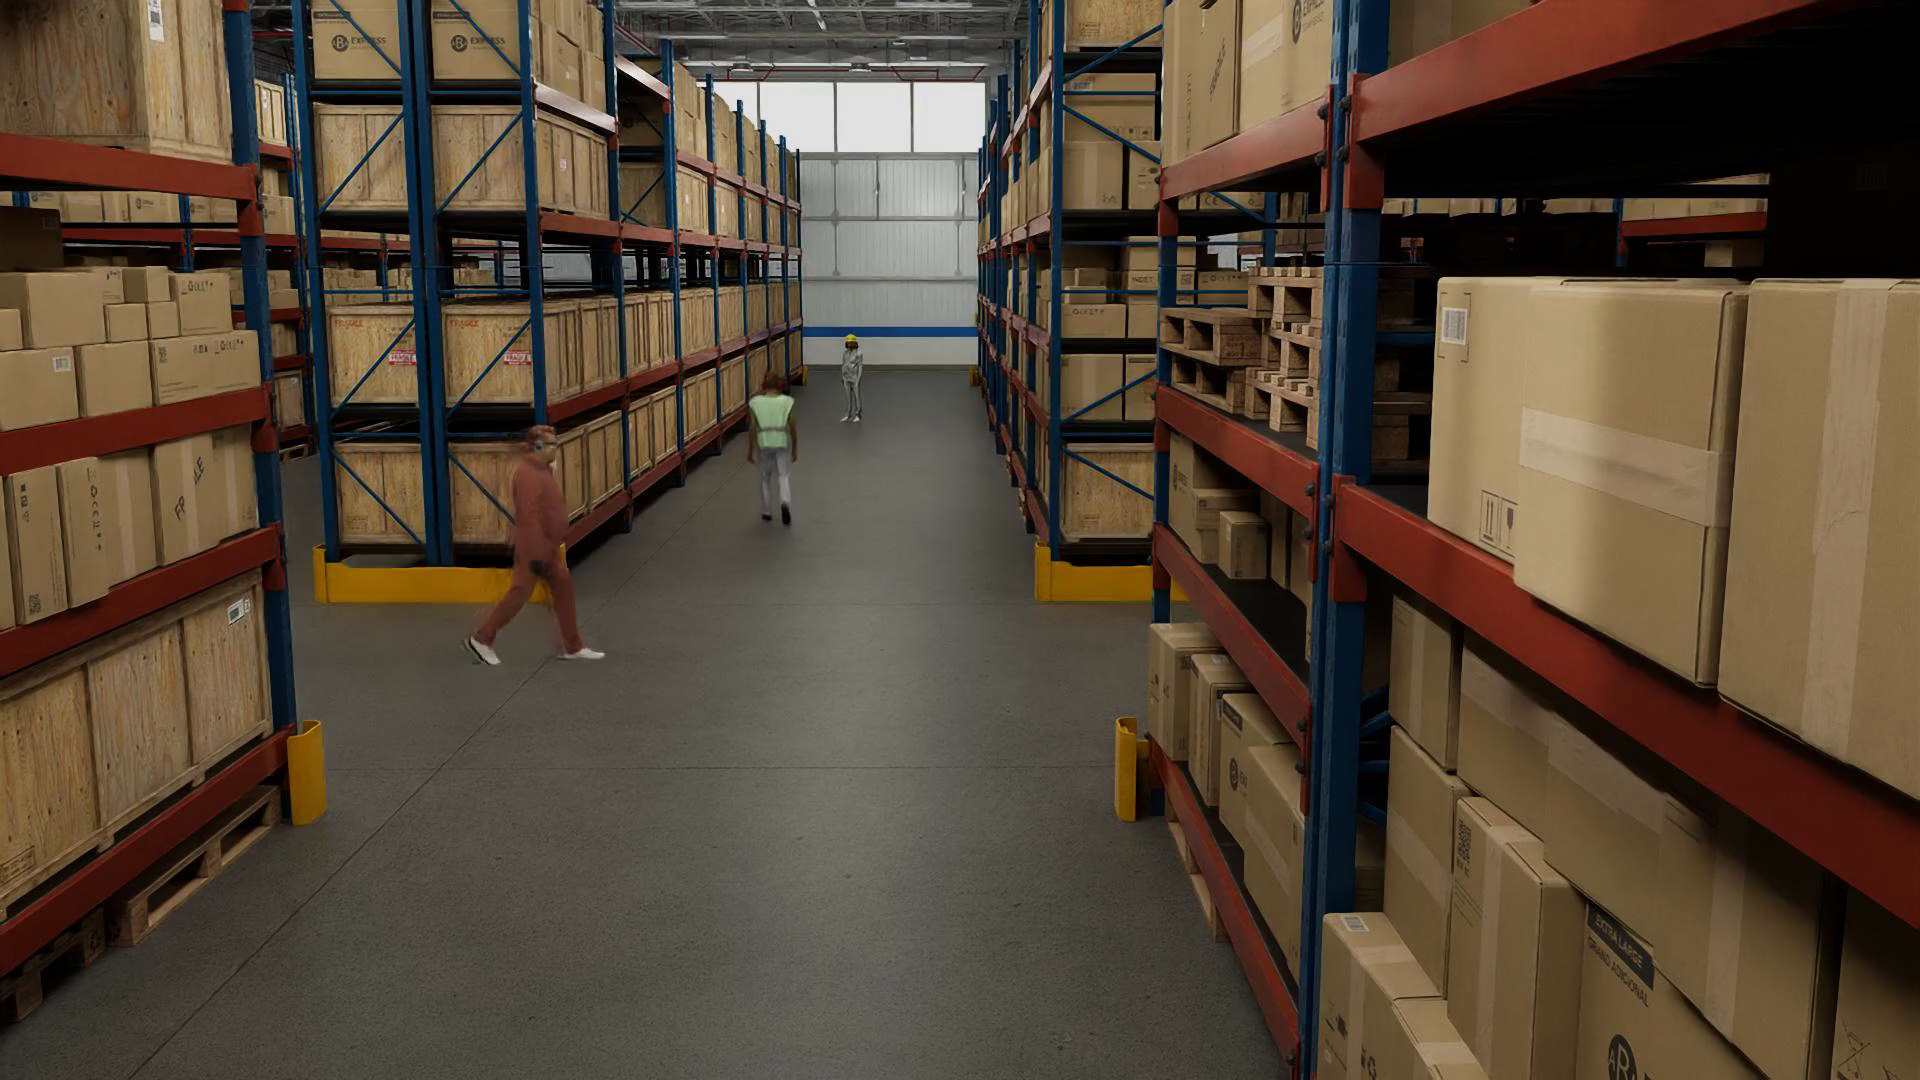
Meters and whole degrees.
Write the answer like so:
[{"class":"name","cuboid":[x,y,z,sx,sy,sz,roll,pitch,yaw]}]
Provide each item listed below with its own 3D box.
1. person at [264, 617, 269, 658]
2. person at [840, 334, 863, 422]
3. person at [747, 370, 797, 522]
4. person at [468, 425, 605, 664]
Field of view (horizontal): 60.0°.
[{"class":"person","cuboid":[-5.722,0.001,12.604,1.072,1.990,0.627,-5,10,-28]},{"class":"person","cuboid":[-2.157,-3.211,33.024,0.487,1.744,0.297,6,11,33]},{"class":"person","cuboid":[-2.254,-1.112,19.914,0.589,1.855,0.499,-2,9,-13]},{"class":"person","cuboid":[-3.306,0.039,12.765,0.983,1.863,0.651,-1,9,-5]}]
